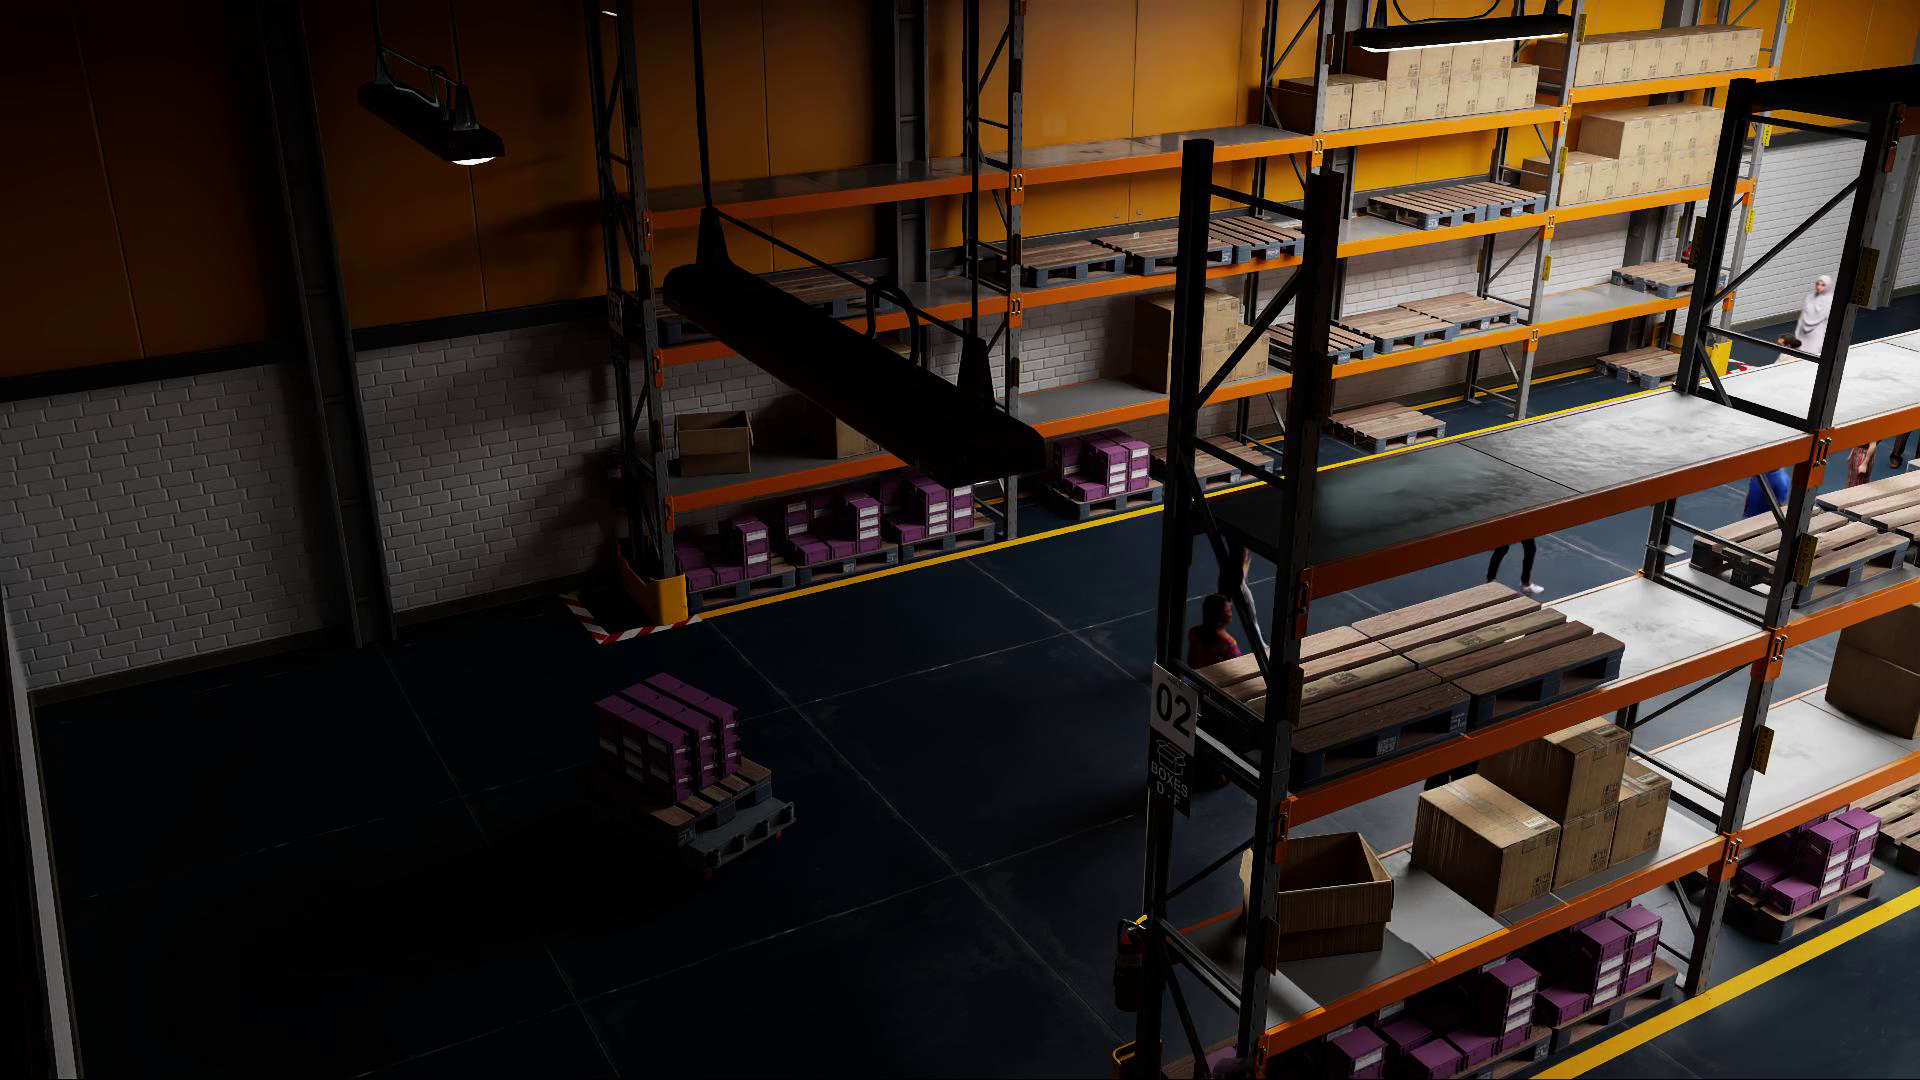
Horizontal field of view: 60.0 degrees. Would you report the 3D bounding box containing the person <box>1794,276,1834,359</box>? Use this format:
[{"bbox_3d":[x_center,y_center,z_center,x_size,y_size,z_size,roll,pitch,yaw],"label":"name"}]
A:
[{"bbox_3d":[11.552,-2.717,22.538,0.528,1.776,0.609,-14,27,-29],"label":"person"}]

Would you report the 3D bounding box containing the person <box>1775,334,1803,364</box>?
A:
[{"bbox_3d":[9.932,-1.657,20.150,0.785,1.747,0.725,6,24,14],"label":"person"}]

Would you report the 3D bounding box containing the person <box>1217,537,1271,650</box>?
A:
[{"bbox_3d":[2.468,0.430,15.472,1.067,1.669,0.691,-8,25,-18],"label":"person"}]

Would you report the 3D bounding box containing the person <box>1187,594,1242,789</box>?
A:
[{"bbox_3d":[2.080,1.201,13.686,0.712,1.688,0.691,-20,30,-37],"label":"person"}]
